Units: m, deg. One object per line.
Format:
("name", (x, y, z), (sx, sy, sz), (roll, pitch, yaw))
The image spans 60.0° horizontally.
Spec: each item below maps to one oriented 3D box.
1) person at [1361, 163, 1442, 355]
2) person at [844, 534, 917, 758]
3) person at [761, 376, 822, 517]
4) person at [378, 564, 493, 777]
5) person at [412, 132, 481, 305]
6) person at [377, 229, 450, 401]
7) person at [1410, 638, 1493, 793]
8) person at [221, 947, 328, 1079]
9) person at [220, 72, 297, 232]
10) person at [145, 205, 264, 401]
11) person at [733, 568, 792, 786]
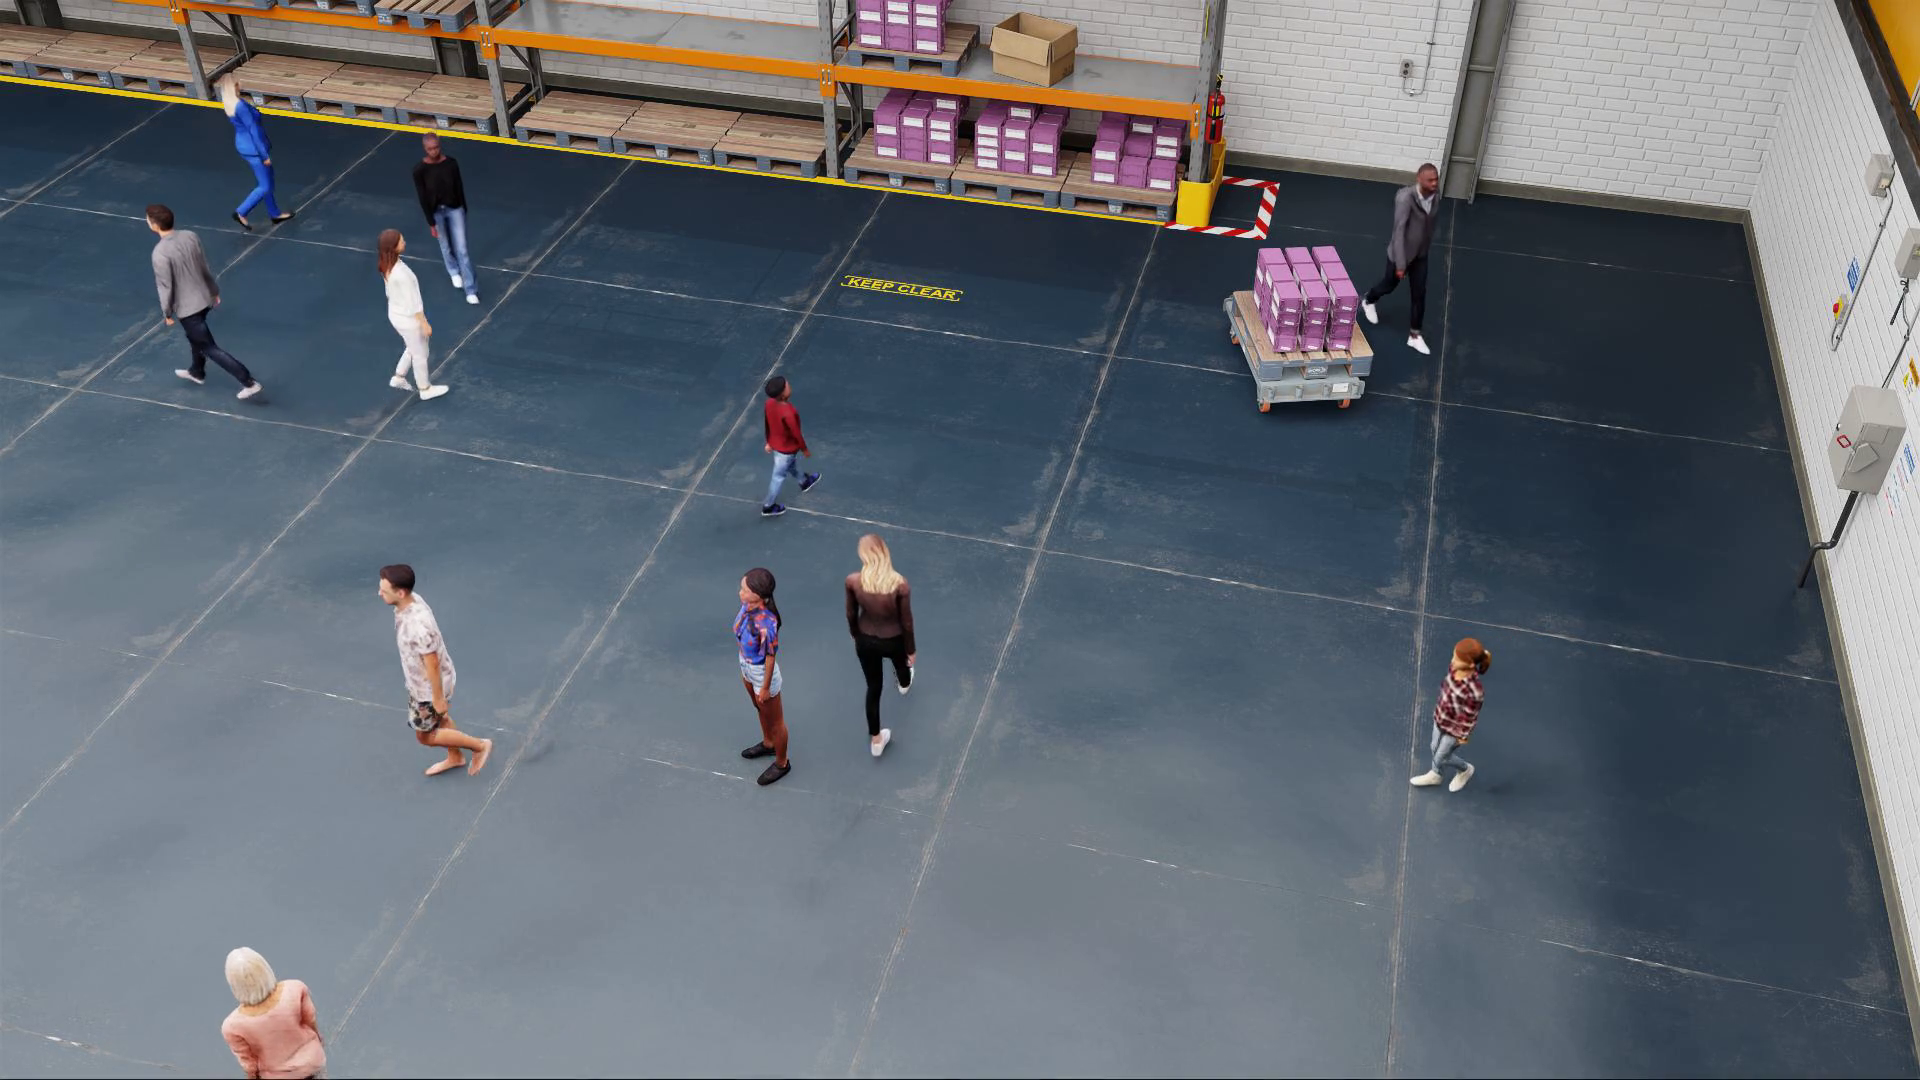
("person", (4.060, -2.670, 15.349), (1.224, 1.779, 1.189), (-14, 41, -17))
("person", (-0.558, 0.755, 11.159), (1.021, 1.656, 0.766), (8, 39, 10))
("person", (-1.464, -0.735, 13.366), (0.888, 1.229, 0.870), (-24, 45, -27))
("person", (-3.396, 0.868, 10.899), (0.919, 1.803, 0.862), (-18, 42, -21))
("person", (-4.975, -3.153, 16.016), (1.101, 1.701, 1.096), (-16, 41, -19))
("person", (-4.876, -1.920, 14.489), (0.857, 1.679, 0.802), (-25, 45, -28))
("person", (3.301, 1.166, 10.932), (0.731, 1.296, 0.664), (-8, 39, -10))
("person", (-3.442, 2.753, 8.611), (0.721, 1.712, 0.765), (-28, 46, -31))
("person", (-7.293, -3.929, 16.998), (0.964, 1.688, 0.958), (-29, 47, -31))
("person", (-6.615, -2.025, 14.504), (1.218, 1.825, 0.697), (9, 40, 11))
("person", (-1.300, 0.871, 10.944), (0.716, 1.743, 0.662), (-19, 42, -22))
